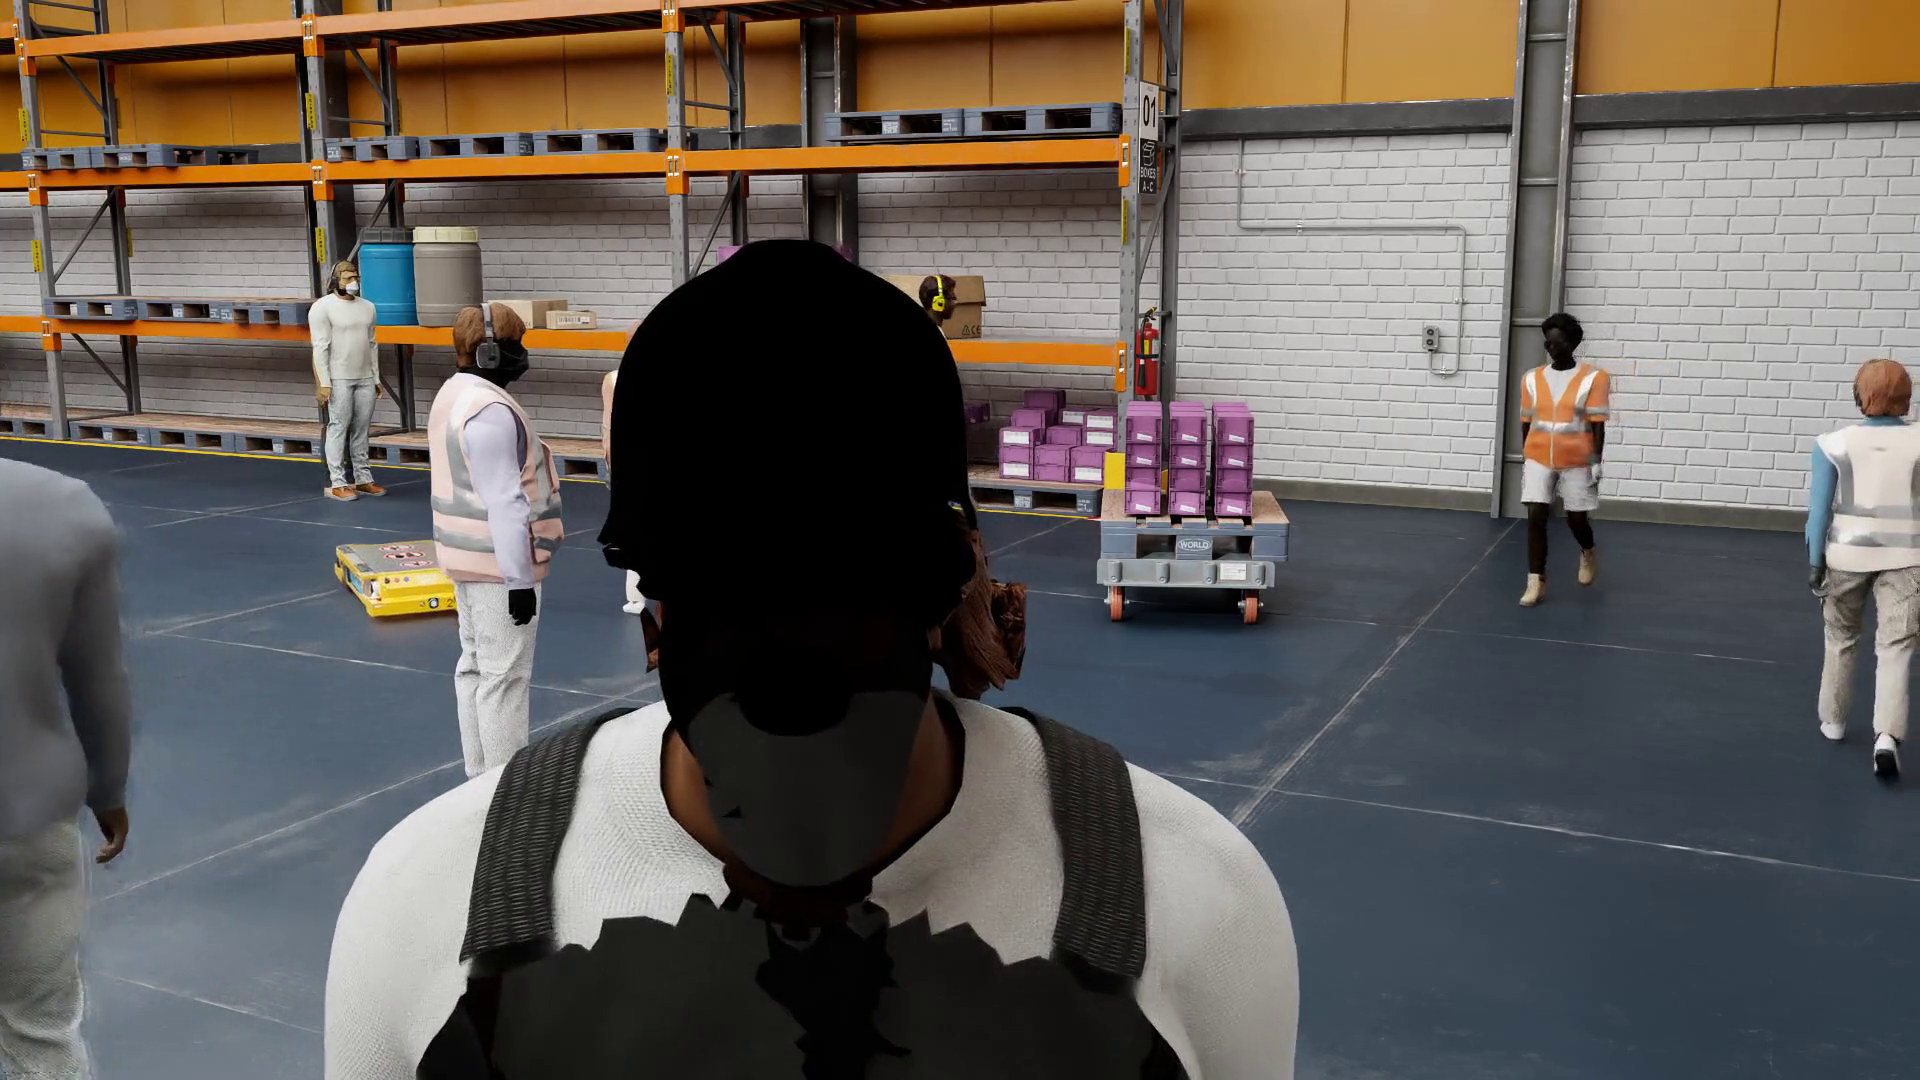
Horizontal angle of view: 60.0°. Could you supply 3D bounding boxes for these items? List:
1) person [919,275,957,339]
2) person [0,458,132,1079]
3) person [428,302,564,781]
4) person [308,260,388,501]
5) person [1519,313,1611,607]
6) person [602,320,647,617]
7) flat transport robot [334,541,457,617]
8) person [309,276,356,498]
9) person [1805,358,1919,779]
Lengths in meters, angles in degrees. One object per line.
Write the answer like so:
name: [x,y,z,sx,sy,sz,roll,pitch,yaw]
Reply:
person: [-0.156,-0.724,10.459,0.312,1.865,0.537,-3,10,-16]
person: [-1.844,0.542,3.067,0.647,1.925,0.476,-9,13,-41]
person: [-1.603,0.101,5.808,0.429,1.844,0.626,-6,11,-30]
person: [-4.958,-1.295,13.522,0.371,1.939,0.630,5,11,27]
person: [3.466,-0.469,9.544,0.531,1.669,0.660,7,12,36]
person: [-1.714,-0.391,9.205,0.517,1.636,0.313,-4,11,-22]
flat transport robot: [-3.227,0.196,9.751,0.652,0.197,1.431,-5,11,-28]
person: [-5.058,-1.266,13.623,0.327,1.842,0.517,5,11,29]
person: [3.593,0.095,6.519,0.518,1.603,0.815,5,11,27]
